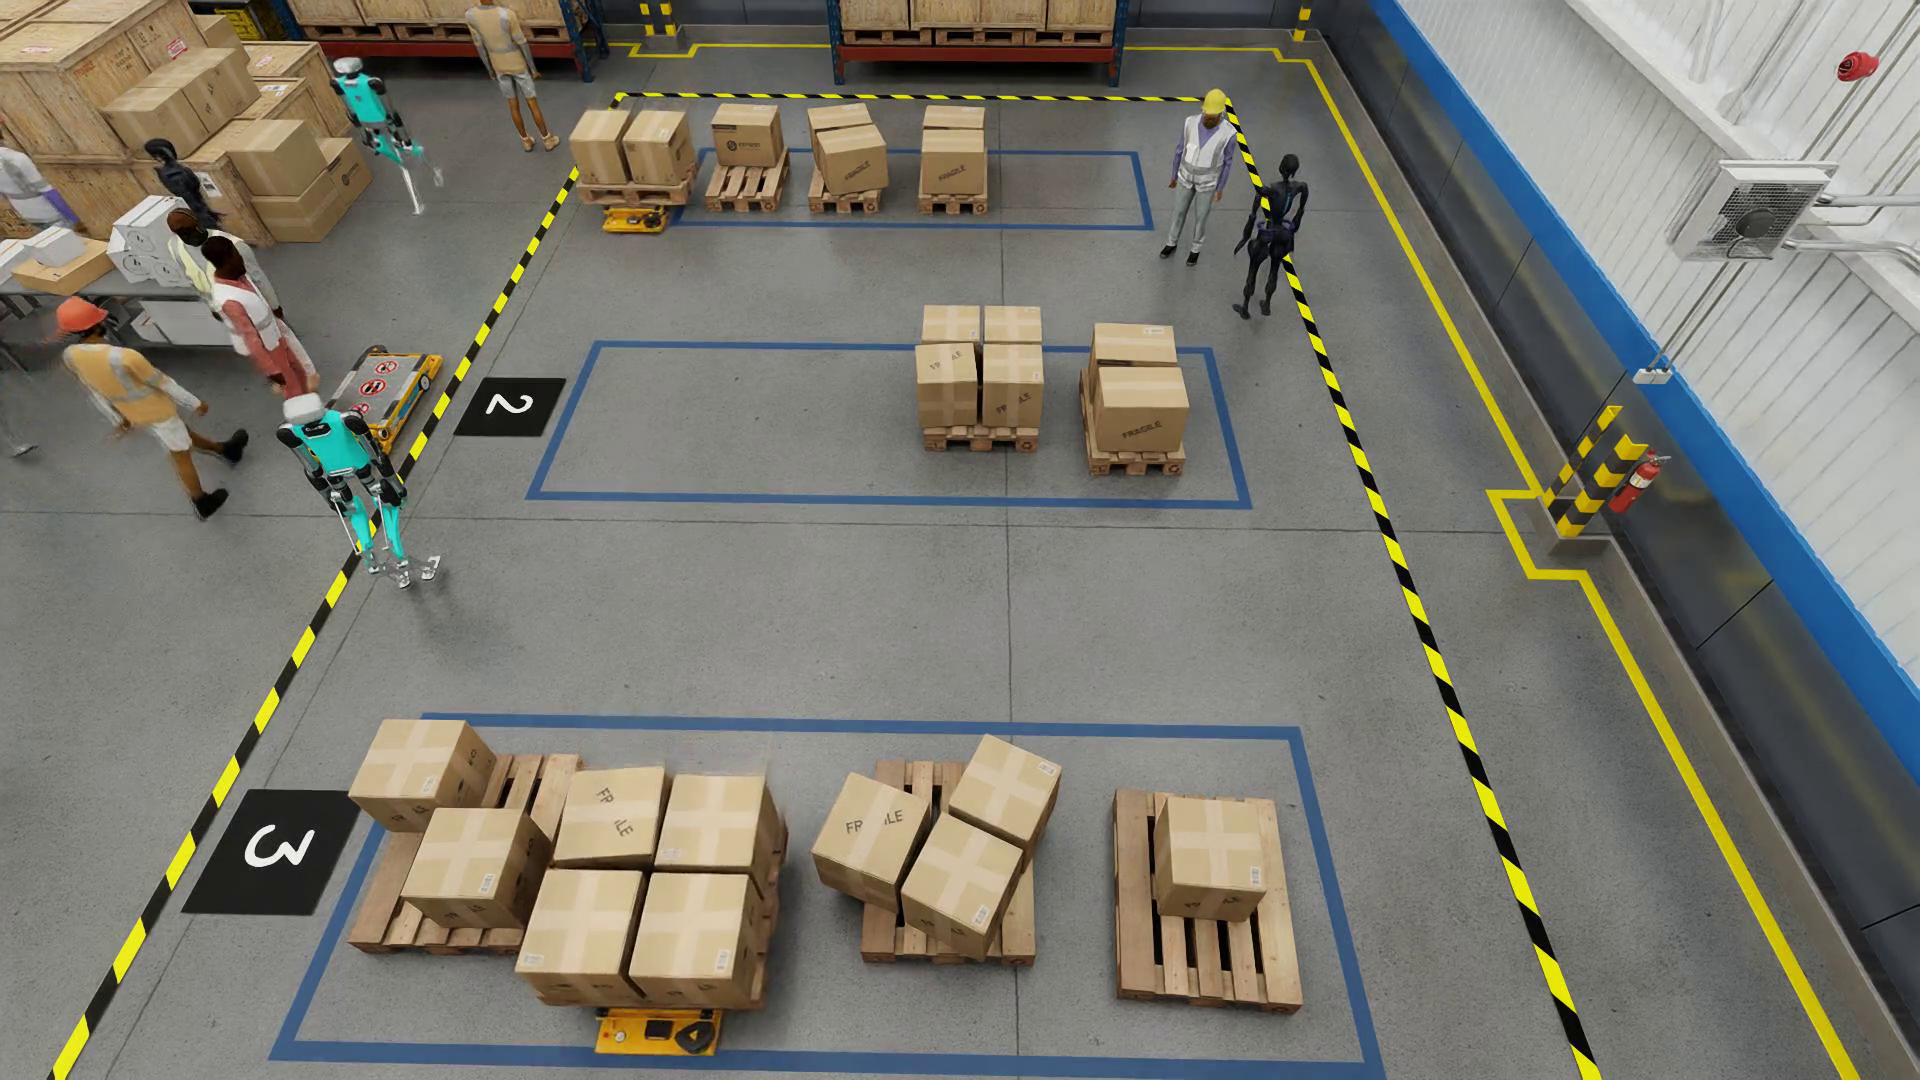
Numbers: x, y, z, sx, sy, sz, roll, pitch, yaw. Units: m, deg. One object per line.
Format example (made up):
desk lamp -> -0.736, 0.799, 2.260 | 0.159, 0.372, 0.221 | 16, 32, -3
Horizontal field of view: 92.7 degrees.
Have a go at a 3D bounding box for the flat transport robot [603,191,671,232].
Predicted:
flat transport robot -> -3.715, -4.101, 10.818 | 0.652, 0.197, 1.431 | 1, 50, 1

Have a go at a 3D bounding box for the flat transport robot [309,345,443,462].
flat transport robot -> -5.383, -1.269, 8.441 | 0.659, 0.231, 1.431 | 1, 50, 1

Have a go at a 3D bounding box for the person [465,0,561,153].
person -> -5.415, -5.716, 11.043 | 0.604, 2.044, 0.374 | -1, 50, -1

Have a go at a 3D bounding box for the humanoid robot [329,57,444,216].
humanoid robot -> -6.373, -4.647, 10.359 | 0.544, 1.789, 0.917 | -2, 50, -1

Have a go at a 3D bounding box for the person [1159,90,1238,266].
person -> 2.465, -3.736, 9.504 | 0.601, 1.828, 0.404 | 24, 54, 19

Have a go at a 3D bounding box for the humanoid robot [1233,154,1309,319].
humanoid robot -> 3.011, -2.936, 8.919 | 0.599, 1.657, 0.315 | -6, 50, -5

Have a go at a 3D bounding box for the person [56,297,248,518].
person -> -6.308, -1.119, 7.247 | 0.556, 1.893, 0.937 | 5, 50, 5

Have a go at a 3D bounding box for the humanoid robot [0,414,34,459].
humanoid robot -> -8.434, -1.187, 7.439 | 1.020, 1.771, 0.537 | -6, 50, -5

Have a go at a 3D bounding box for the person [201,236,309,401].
person -> -5.790, -1.606, 7.665 | 0.412, 1.901, 0.692 | -20, 53, -16

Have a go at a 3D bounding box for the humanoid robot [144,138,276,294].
humanoid robot -> -7.558, -3.178, 9.135 | 0.399, 1.639, 0.598 | -33, 57, -25

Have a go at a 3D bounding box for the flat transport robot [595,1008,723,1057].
flat transport robot -> -1.665, 2.245, 5.449 | 0.652, 0.197, 1.431 | 1, 50, 1

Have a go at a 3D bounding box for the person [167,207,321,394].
person -> -6.343, -2.083, 8.107 | 0.622, 1.837, 0.429 | -3, 50, -3

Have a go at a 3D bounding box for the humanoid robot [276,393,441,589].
humanoid robot -> -4.243, -0.206, 6.494 | 0.533, 1.673, 0.735 | -13, 51, -11

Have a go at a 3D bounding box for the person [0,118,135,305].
person -> -8.906, -3.220, 8.938 | 0.616, 2.034, 0.392 | 6, 50, 5
